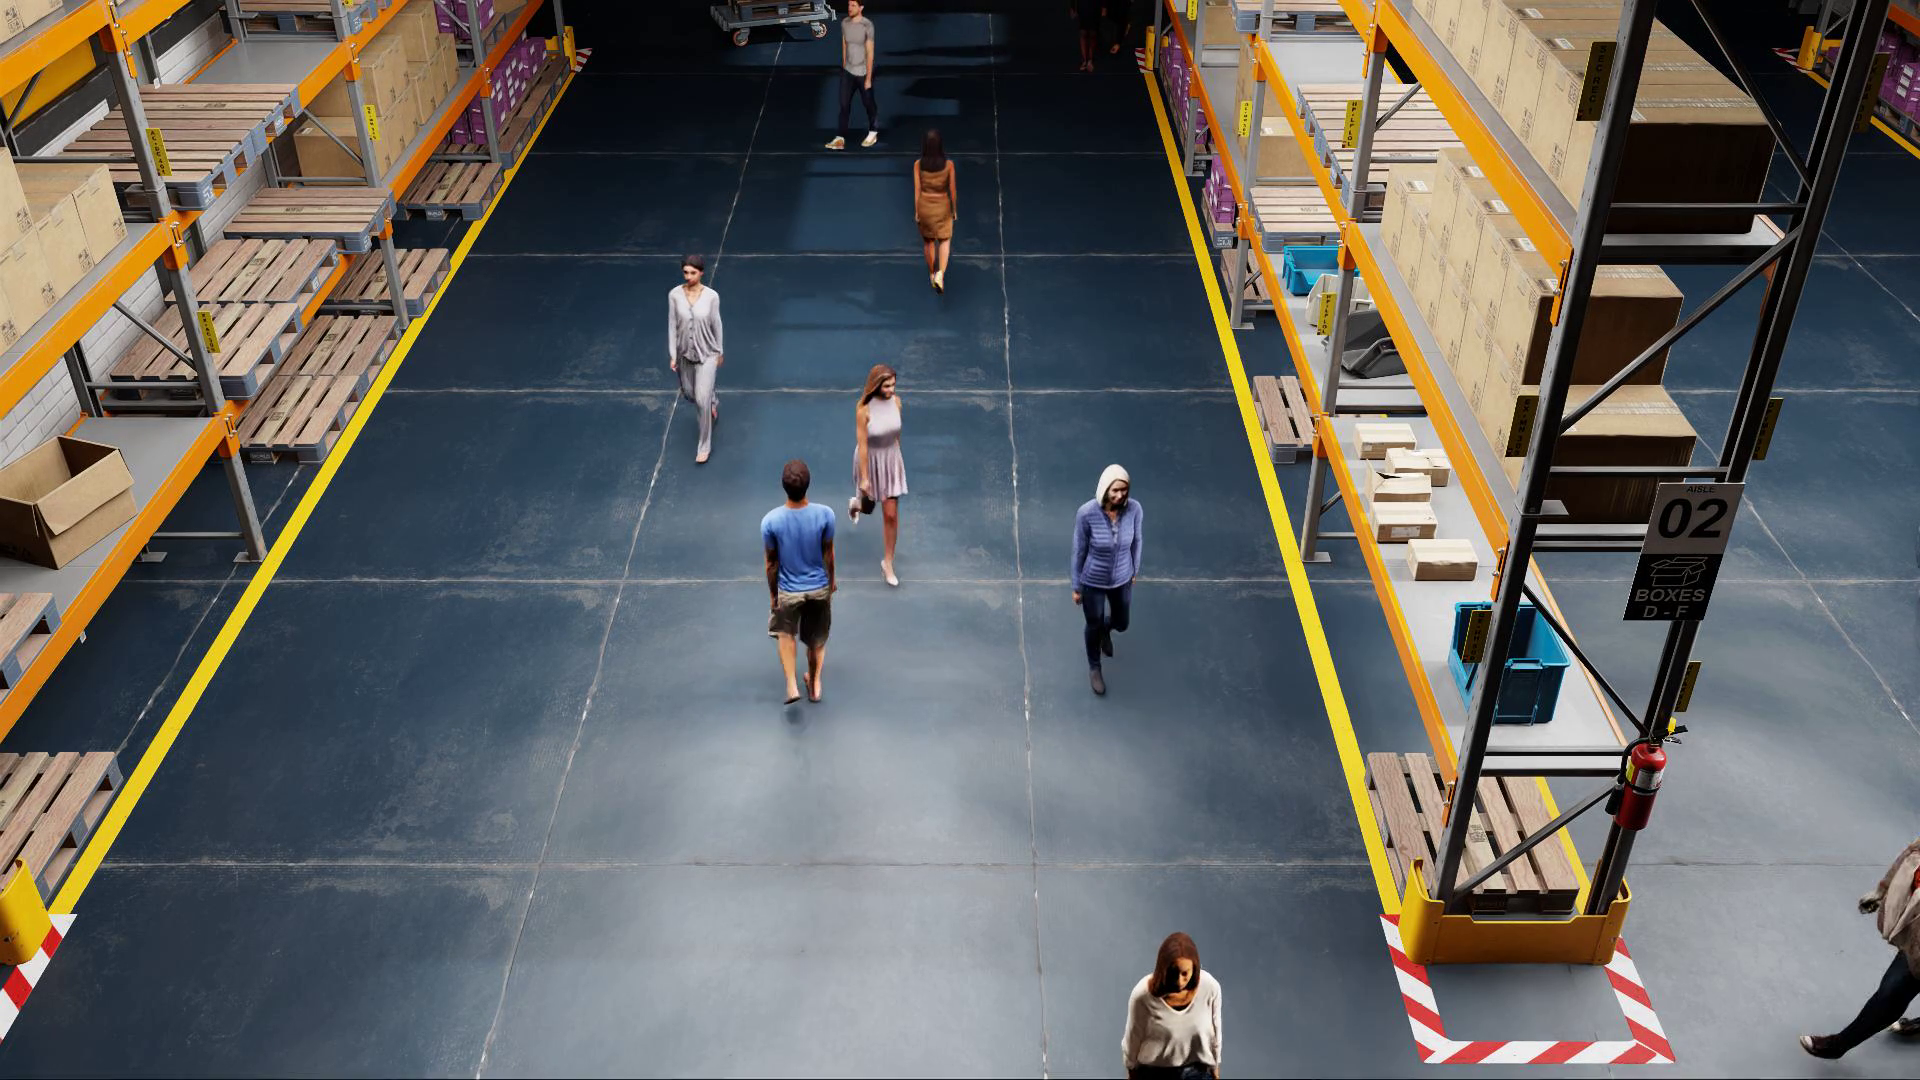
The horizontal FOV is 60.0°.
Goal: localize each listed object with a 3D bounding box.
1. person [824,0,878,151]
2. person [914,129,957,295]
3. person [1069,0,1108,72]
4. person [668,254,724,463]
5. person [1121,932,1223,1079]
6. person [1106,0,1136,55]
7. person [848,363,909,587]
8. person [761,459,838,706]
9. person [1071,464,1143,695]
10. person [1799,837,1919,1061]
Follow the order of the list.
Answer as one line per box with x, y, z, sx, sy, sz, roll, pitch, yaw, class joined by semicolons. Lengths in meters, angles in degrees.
-1.149;-5.584;19.762;1.007;1.866;1.147;20;38;27;person
-0.248;-3.166;16.298;0.584;1.673;0.941;1;34;1;person
1.749;-7.155;22.268;0.704;1.707;0.711;7;34;10;person
-2.173;-1.579;13.844;0.664;1.746;1.054;4;34;5;person
0.999;2.422;7.895;0.650;1.668;0.738;-2;34;-4;person
2.284;-7.568;22.957;0.937;1.633;1.002;28;43;36;person
-0.646;-0.536;12.285;0.880;1.735;1.133;-15;36;-21;person
-1.017;0.351;10.847;0.692;1.850;0.824;-5;34;-7;person
0.954;0.193;11.192;0.732;1.732;0.840;-6;34;-9;person
5.049;1.944;8.454;0.739;1.846;1.054;-1;34;-1;person
